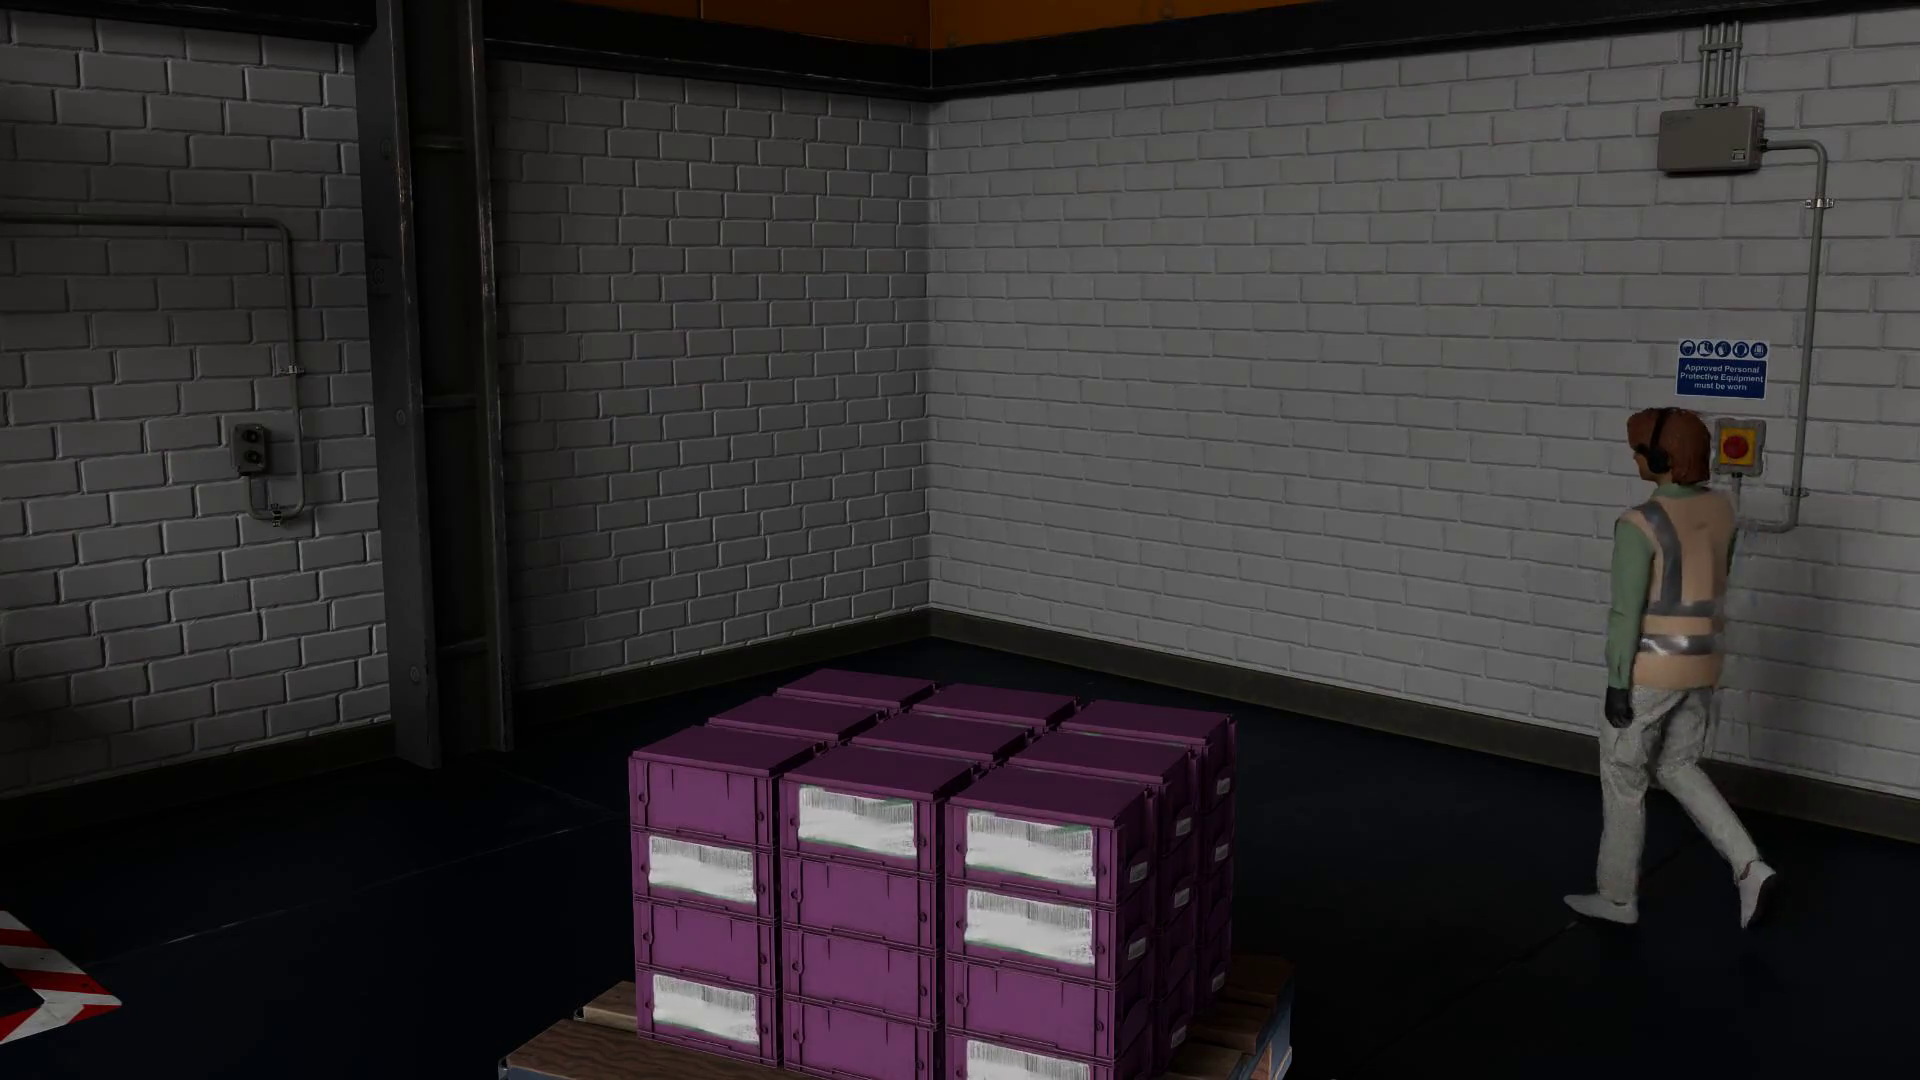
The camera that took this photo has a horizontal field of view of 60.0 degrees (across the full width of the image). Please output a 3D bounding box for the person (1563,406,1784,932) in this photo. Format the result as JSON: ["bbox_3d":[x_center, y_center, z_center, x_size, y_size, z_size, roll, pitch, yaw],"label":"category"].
[{"bbox_3d":[2.153,0.411,4.971,0.525,1.617,0.553,-5,11,-29],"label":"person"}]
